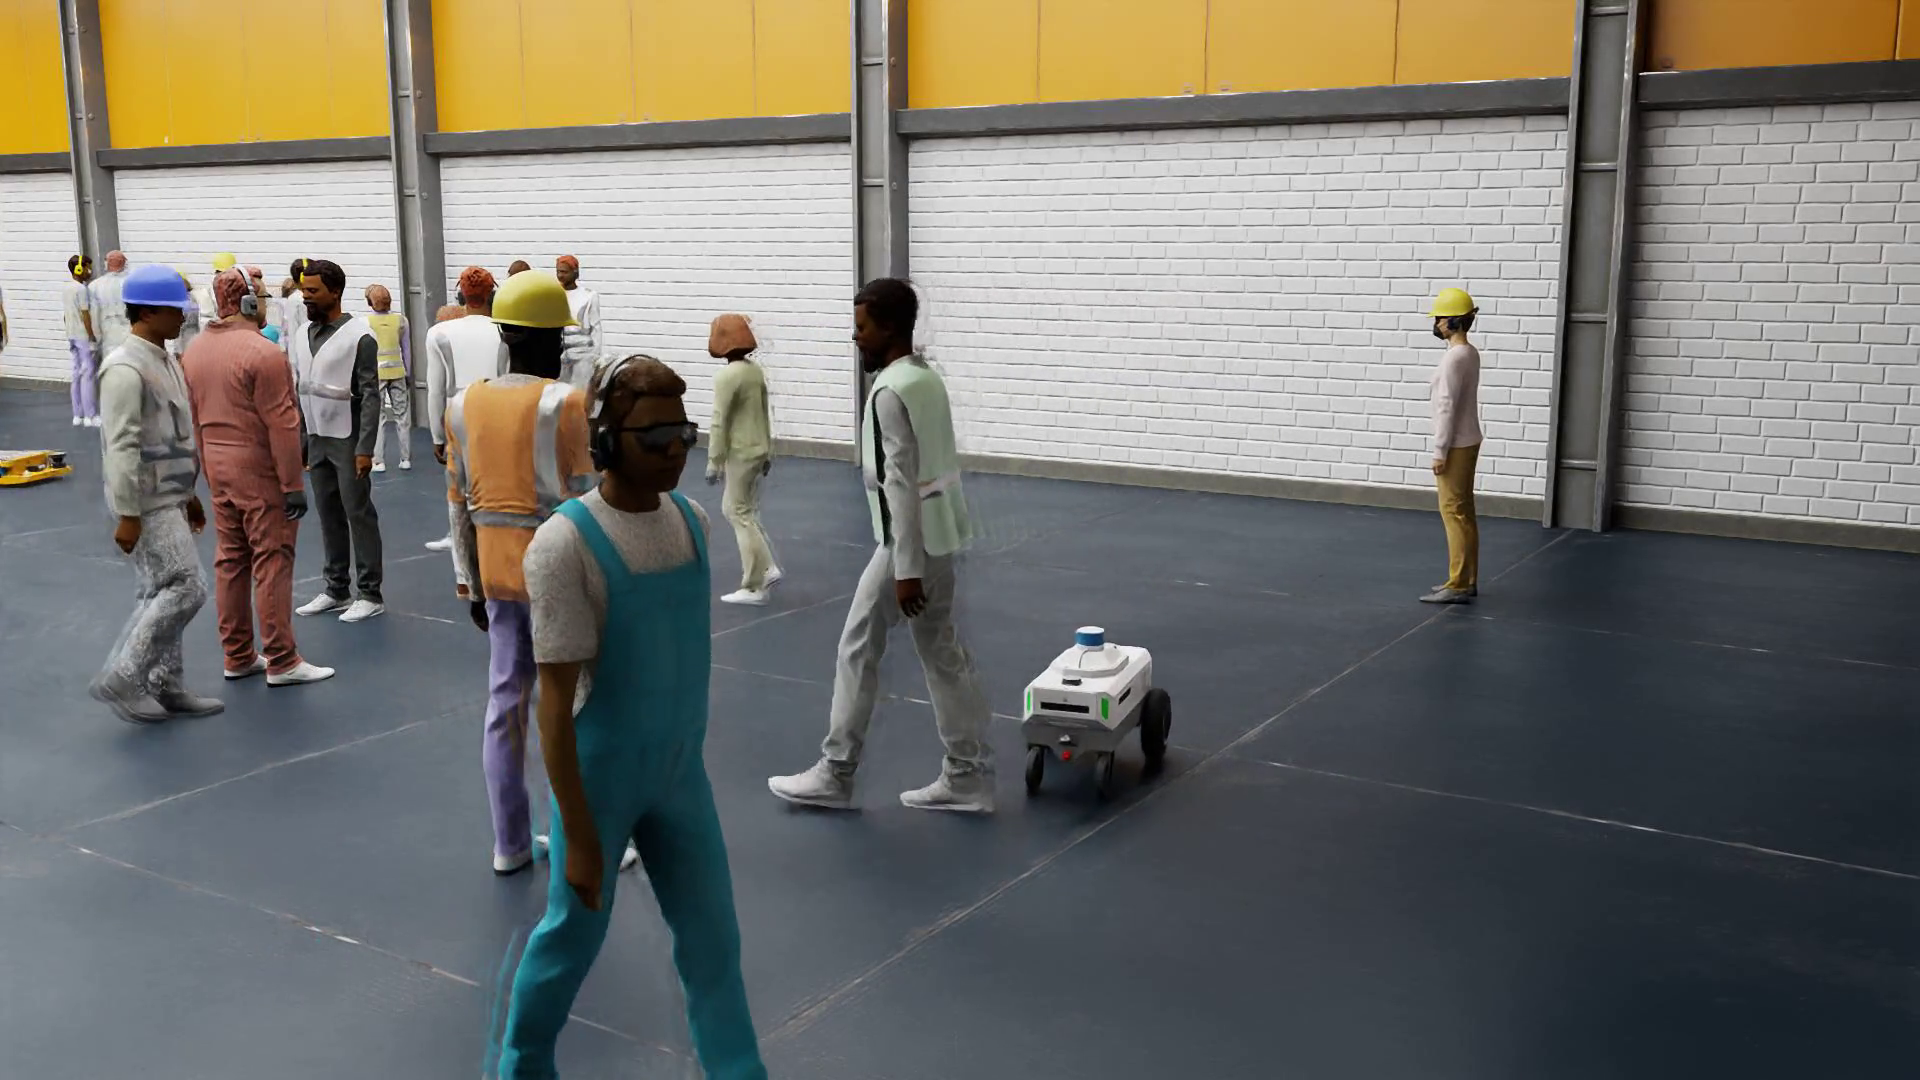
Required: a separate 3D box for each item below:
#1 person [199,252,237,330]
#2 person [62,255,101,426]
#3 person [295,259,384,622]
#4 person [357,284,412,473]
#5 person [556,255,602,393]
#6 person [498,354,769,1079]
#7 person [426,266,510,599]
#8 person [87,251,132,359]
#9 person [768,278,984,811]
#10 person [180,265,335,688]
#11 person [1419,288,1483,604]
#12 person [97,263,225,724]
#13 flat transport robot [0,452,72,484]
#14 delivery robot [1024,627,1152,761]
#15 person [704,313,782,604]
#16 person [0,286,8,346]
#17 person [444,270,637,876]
[{"bbox_3d":[-7.627,-2.061,17.428,0.535,1.900,0.626,8,13,37],"label":"person"},{"bbox_3d":[-9.586,-2.176,18.183,0.521,1.865,0.334,9,13,39],"label":"person"},{"bbox_3d":[-3.322,-0.529,8.899,0.593,1.920,0.391,6,12,30],"label":"person"},{"bbox_3d":[-5.024,-1.405,14.518,0.514,1.645,0.307,-9,14,-42],"label":"person"},{"bbox_3d":[-3.625,-1.704,15.506,0.584,1.883,0.345,2,10,12],"label":"person"},{"bbox_3d":[-0.701,0.509,3.499,0.966,1.798,0.531,7,13,35],"label":"person"},{"bbox_3d":[-2.693,-0.594,9.388,0.583,1.878,0.356,-1,10,-7],"label":"person"},{"bbox_3d":[-9.220,-2.203,18.309,0.679,1.929,0.489,-6,12,-30],"label":"person"},{"bbox_3d":[-0.301,0.031,5.878,0.881,1.881,0.629,3,11,14],"label":"person"},{"bbox_3d":[-3.199,-0.282,7.567,0.643,1.909,0.410,6,12,30],"label":"person"},{"bbox_3d":[2.748,-0.523,9.320,0.345,1.760,0.526,6,12,29],"label":"person"},{"bbox_3d":[-3.328,-0.175,6.920,0.429,1.930,0.610,-2,10,-12],"label":"person"},{"bbox_3d":[-8.332,-0.613,13.933,1.431,0.197,0.652,0,10,2],"label":"flat transport robot"},{"bbox_3d":[0.493,0.574,6.310,0.477,0.478,0.707,4,11,19],"label":"delivery robot"},{"bbox_3d":[-1.226,-0.446,9.250,0.353,1.622,0.504,3,11,14],"label":"person"},{"bbox_3d":[-12.125,-2.579,20.575,0.537,1.792,0.952,-10,14,-43],"label":"person"},{"bbox_3d":[-1.325,0.127,5.241,0.585,1.929,0.375,5,11,25],"label":"person"}]
